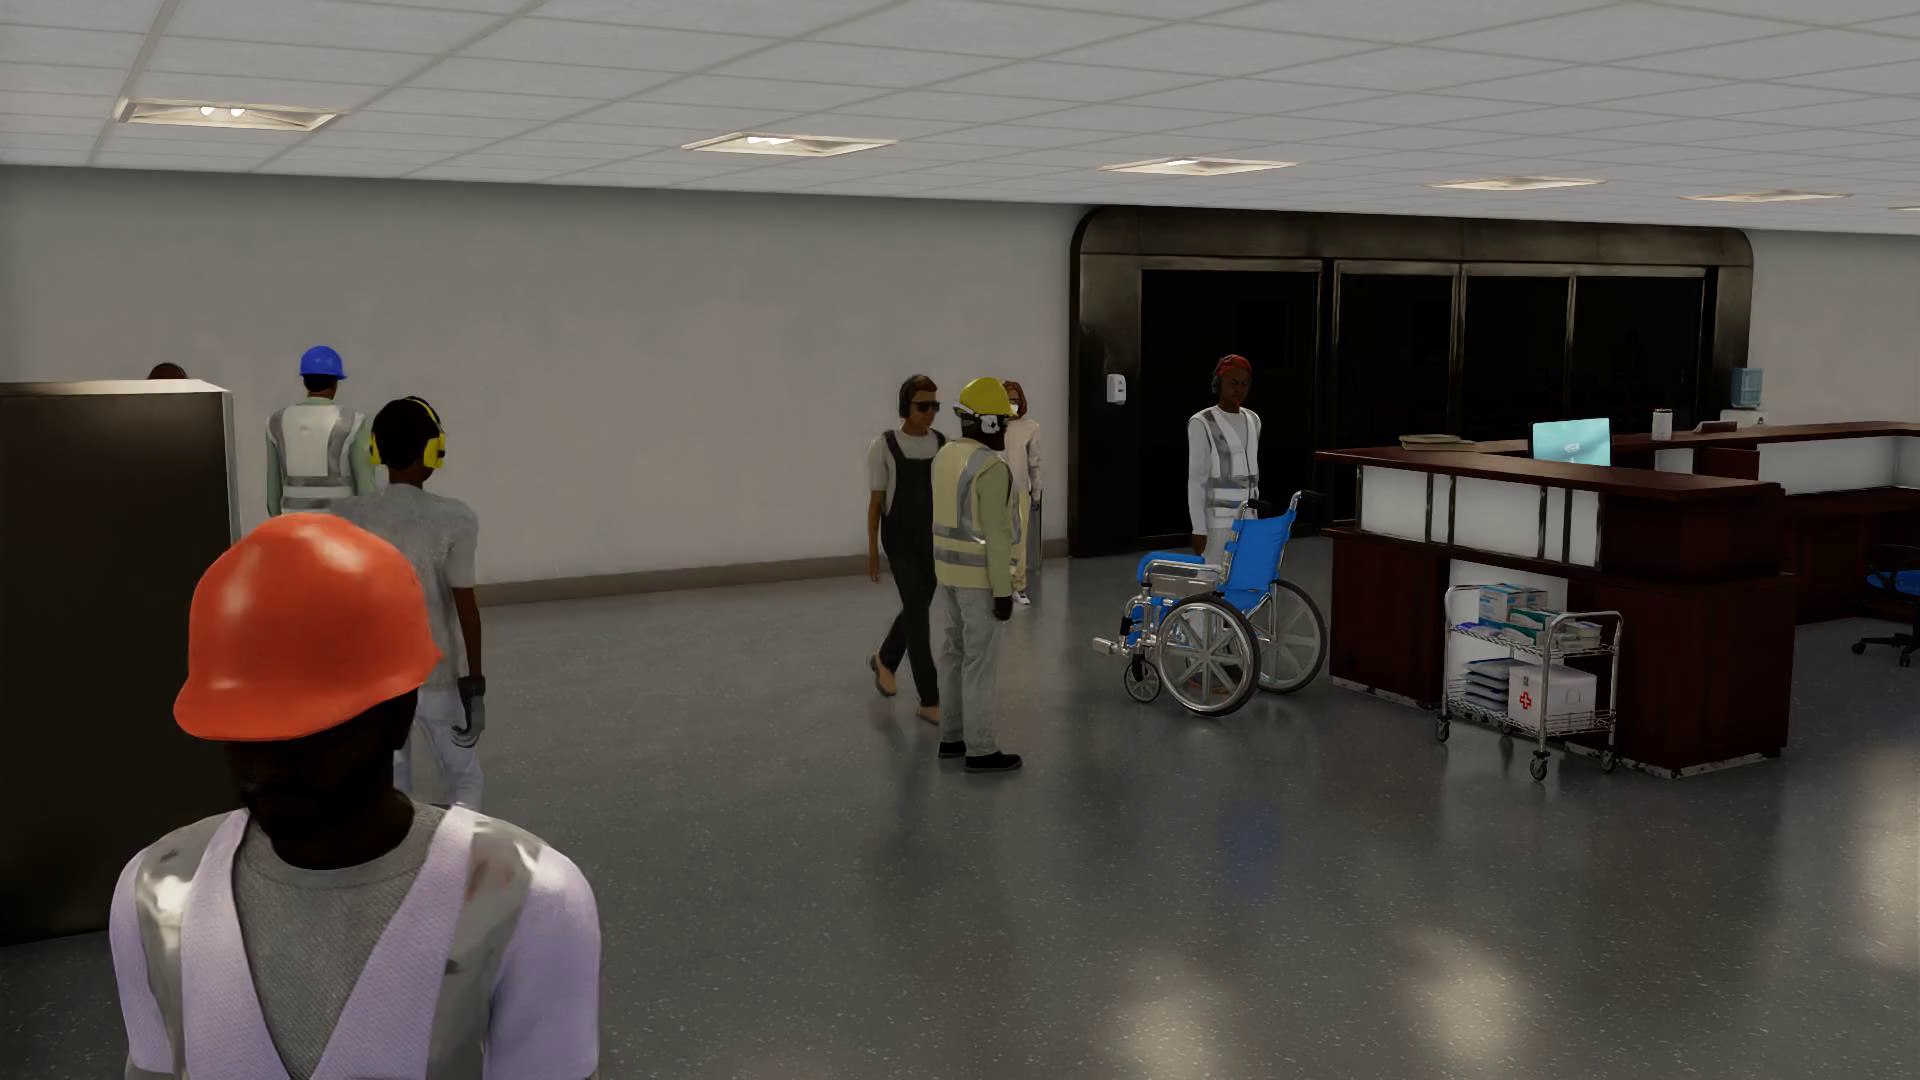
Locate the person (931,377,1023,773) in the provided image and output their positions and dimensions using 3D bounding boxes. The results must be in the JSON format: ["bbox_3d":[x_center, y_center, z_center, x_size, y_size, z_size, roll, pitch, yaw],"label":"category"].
[{"bbox_3d":[0.085,0.161,7.712,0.403,1.824,0.597,-4,9,-27],"label":"person"}]

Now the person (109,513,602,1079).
[{"bbox_3d":[-0.652,0.924,1.819,0.542,1.928,0.399,1,8,5],"label":"person"}]

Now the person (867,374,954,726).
[{"bbox_3d":[-0.266,0.019,8.813,0.519,1.807,0.960,-4,9,-29],"label":"person"}]

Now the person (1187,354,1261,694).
[{"bbox_3d":[1.493,-0.095,9.323,0.586,1.881,0.340,-8,11,-44],"label":"person"}]

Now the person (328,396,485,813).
[{"bbox_3d":[-1.771,0.472,5.366,0.526,1.849,0.384,0,8,0],"label":"person"}]

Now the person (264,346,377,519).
[{"bbox_3d":[-3.519,-0.102,9.220,0.626,1.937,0.426,1,8,9],"label":"person"}]

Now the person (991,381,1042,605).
[{"bbox_3d":[0.343,-0.333,11.992,0.505,1.628,0.286,-1,8,-7],"label":"person"}]
